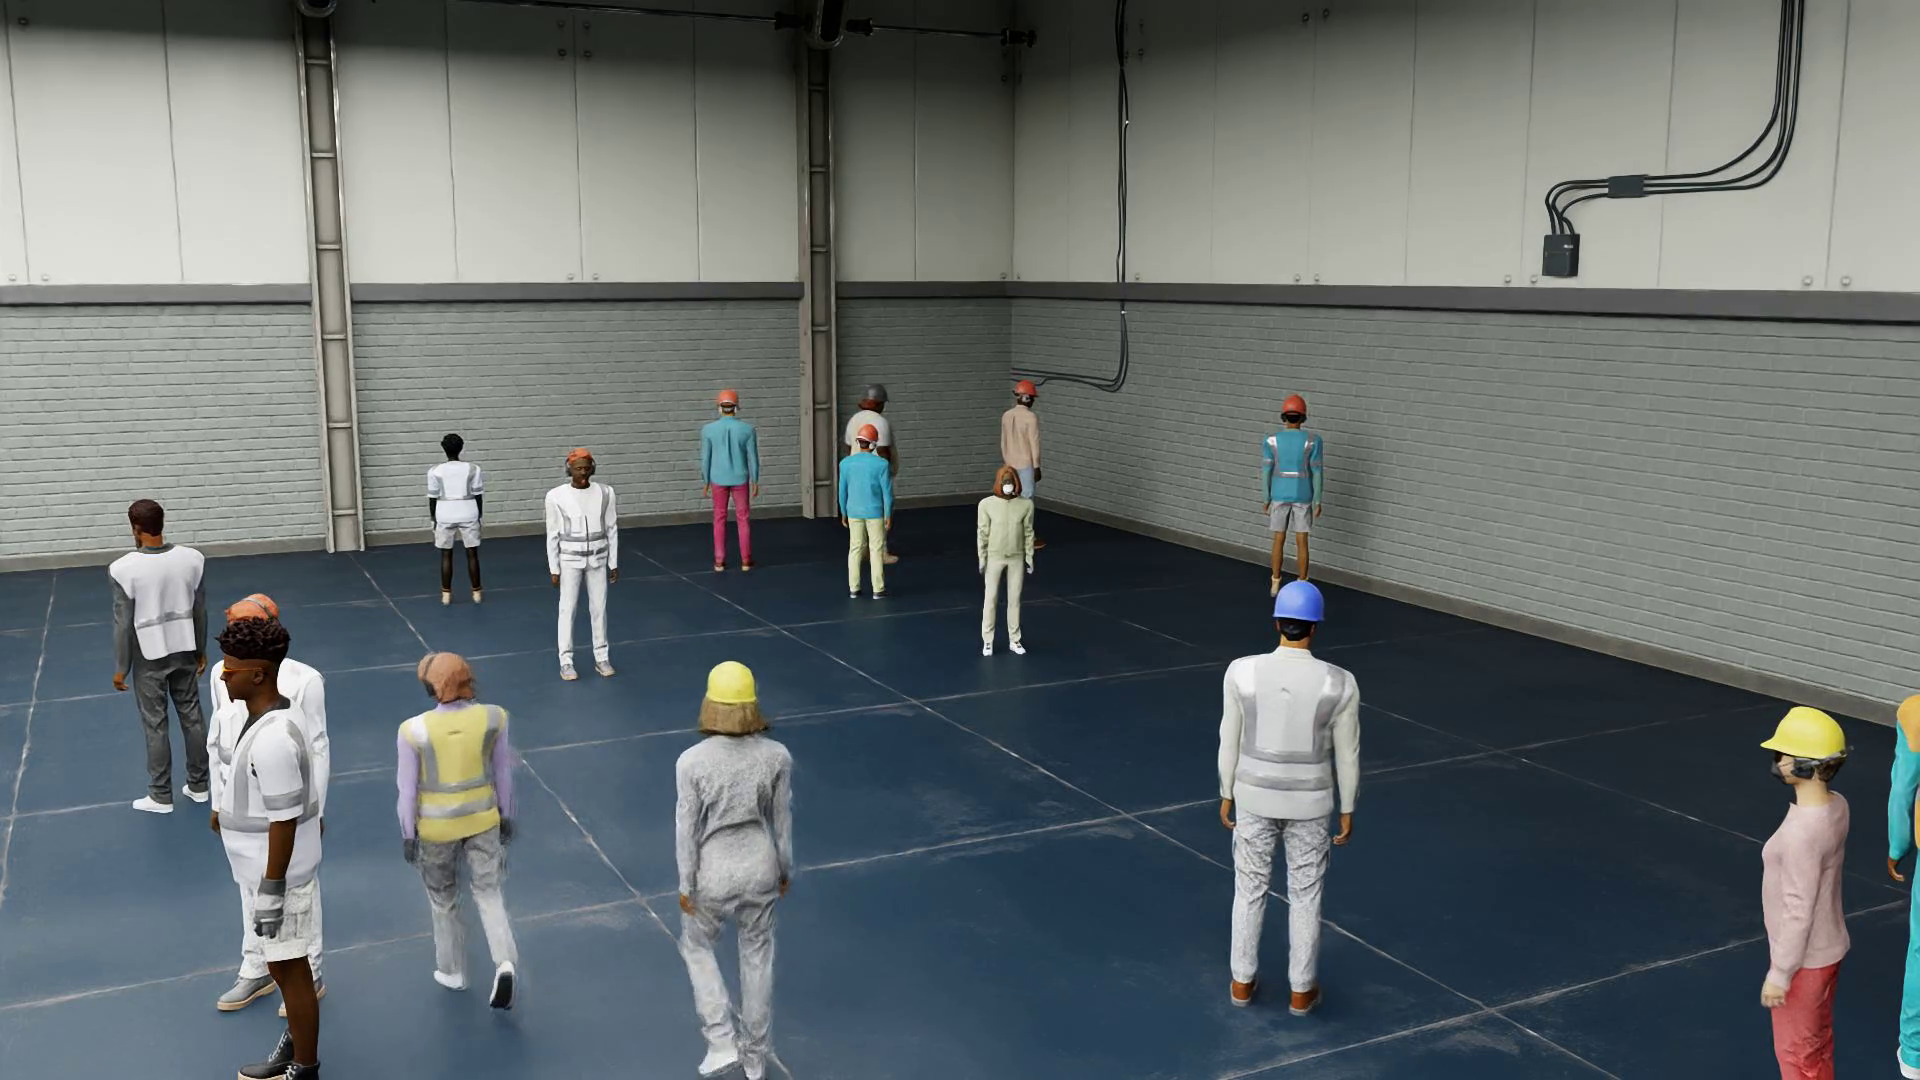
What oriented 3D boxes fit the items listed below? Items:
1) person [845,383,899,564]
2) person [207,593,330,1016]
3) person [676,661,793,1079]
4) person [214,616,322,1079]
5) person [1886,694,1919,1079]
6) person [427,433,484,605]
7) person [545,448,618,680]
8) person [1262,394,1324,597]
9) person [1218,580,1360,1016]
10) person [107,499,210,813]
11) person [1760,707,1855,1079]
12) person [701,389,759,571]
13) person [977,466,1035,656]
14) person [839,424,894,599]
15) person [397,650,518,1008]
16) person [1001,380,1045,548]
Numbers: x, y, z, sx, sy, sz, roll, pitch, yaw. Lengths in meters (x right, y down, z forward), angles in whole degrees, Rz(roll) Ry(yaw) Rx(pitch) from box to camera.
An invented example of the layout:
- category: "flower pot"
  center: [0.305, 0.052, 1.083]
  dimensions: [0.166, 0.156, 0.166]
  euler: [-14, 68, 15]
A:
- category: "person"
  center: [-0.939, -0.750, 18.648]
  dimensions: [0.536, 2.000, 0.687]
  euler: [-8, 12, -39]
- category: "person"
  center: [-3.059, 1.161, 7.346]
  dimensions: [0.573, 1.887, 0.355]
  euler: [2, 9, 14]
- category: "person"
  center: [-0.916, 1.339, 6.729]
  dimensions: [0.495, 1.731, 0.344]
  euler: [-4, 10, -24]
- category: "person"
  center: [-2.682, 1.261, 6.486]
  dimensions: [0.367, 1.966, 0.607]
  euler: [-4, 10, -23]
- category: "person"
  center: [4.036, 1.258, 6.644]
  dimensions: [0.597, 1.919, 0.379]
  euler: [7, 12, 37]
- category: "person"
  center: [-4.950, -0.202, 16.360]
  dimensions: [0.536, 1.694, 0.320]
  euler: [-3, 10, -16]
- category: "person"
  center: [-3.030, 0.190, 13.386]
  dimensions: [0.571, 1.876, 0.346]
  euler: [-5, 10, -28]
- category: "person"
  center: [3.333, -0.435, 16.687]
  dimensions: [0.607, 2.048, 0.370]
  euler: [3, 10, 19]
- category: "person"
  center: [1.448, 1.139, 7.354]
  dimensions: [0.620, 1.935, 0.427]
  euler: [3, 10, 16]
- category: "person"
  center: [-4.842, 0.701, 10.101]
  dimensions: [0.393, 1.915, 0.589]
  euler: [6, 11, 34]
- category: "person"
  center: [2.958, 1.458, 5.889]
  dimensions: [0.321, 1.769, 0.523]
  euler: [7, 12, 39]
- category: "person"
  center: [-2.511, -0.654, 18.207]
  dimensions: [0.623, 1.989, 0.401]
  euler: [-1, 9, -4]
- category: "person"
  center: [0.395, 0.174, 14.202]
  dimensions: [0.500, 1.633, 0.286]
  euler: [-2, 9, -10]
- category: "person"
  center: [-0.928, -0.289, 16.691]
  dimensions: [0.570, 1.749, 0.342]
  euler: [3, 10, 18]
- category: "person"
  center: [-2.213, 1.295, 7.399]
  dimensions: [0.524, 1.617, 0.652]
  euler: [-5, 11, -30]
- category: "person"
  center: [0.750, -0.889, 19.675]
  dimensions: [0.391, 1.986, 0.608]
  euler: [-8, 12, -39]
